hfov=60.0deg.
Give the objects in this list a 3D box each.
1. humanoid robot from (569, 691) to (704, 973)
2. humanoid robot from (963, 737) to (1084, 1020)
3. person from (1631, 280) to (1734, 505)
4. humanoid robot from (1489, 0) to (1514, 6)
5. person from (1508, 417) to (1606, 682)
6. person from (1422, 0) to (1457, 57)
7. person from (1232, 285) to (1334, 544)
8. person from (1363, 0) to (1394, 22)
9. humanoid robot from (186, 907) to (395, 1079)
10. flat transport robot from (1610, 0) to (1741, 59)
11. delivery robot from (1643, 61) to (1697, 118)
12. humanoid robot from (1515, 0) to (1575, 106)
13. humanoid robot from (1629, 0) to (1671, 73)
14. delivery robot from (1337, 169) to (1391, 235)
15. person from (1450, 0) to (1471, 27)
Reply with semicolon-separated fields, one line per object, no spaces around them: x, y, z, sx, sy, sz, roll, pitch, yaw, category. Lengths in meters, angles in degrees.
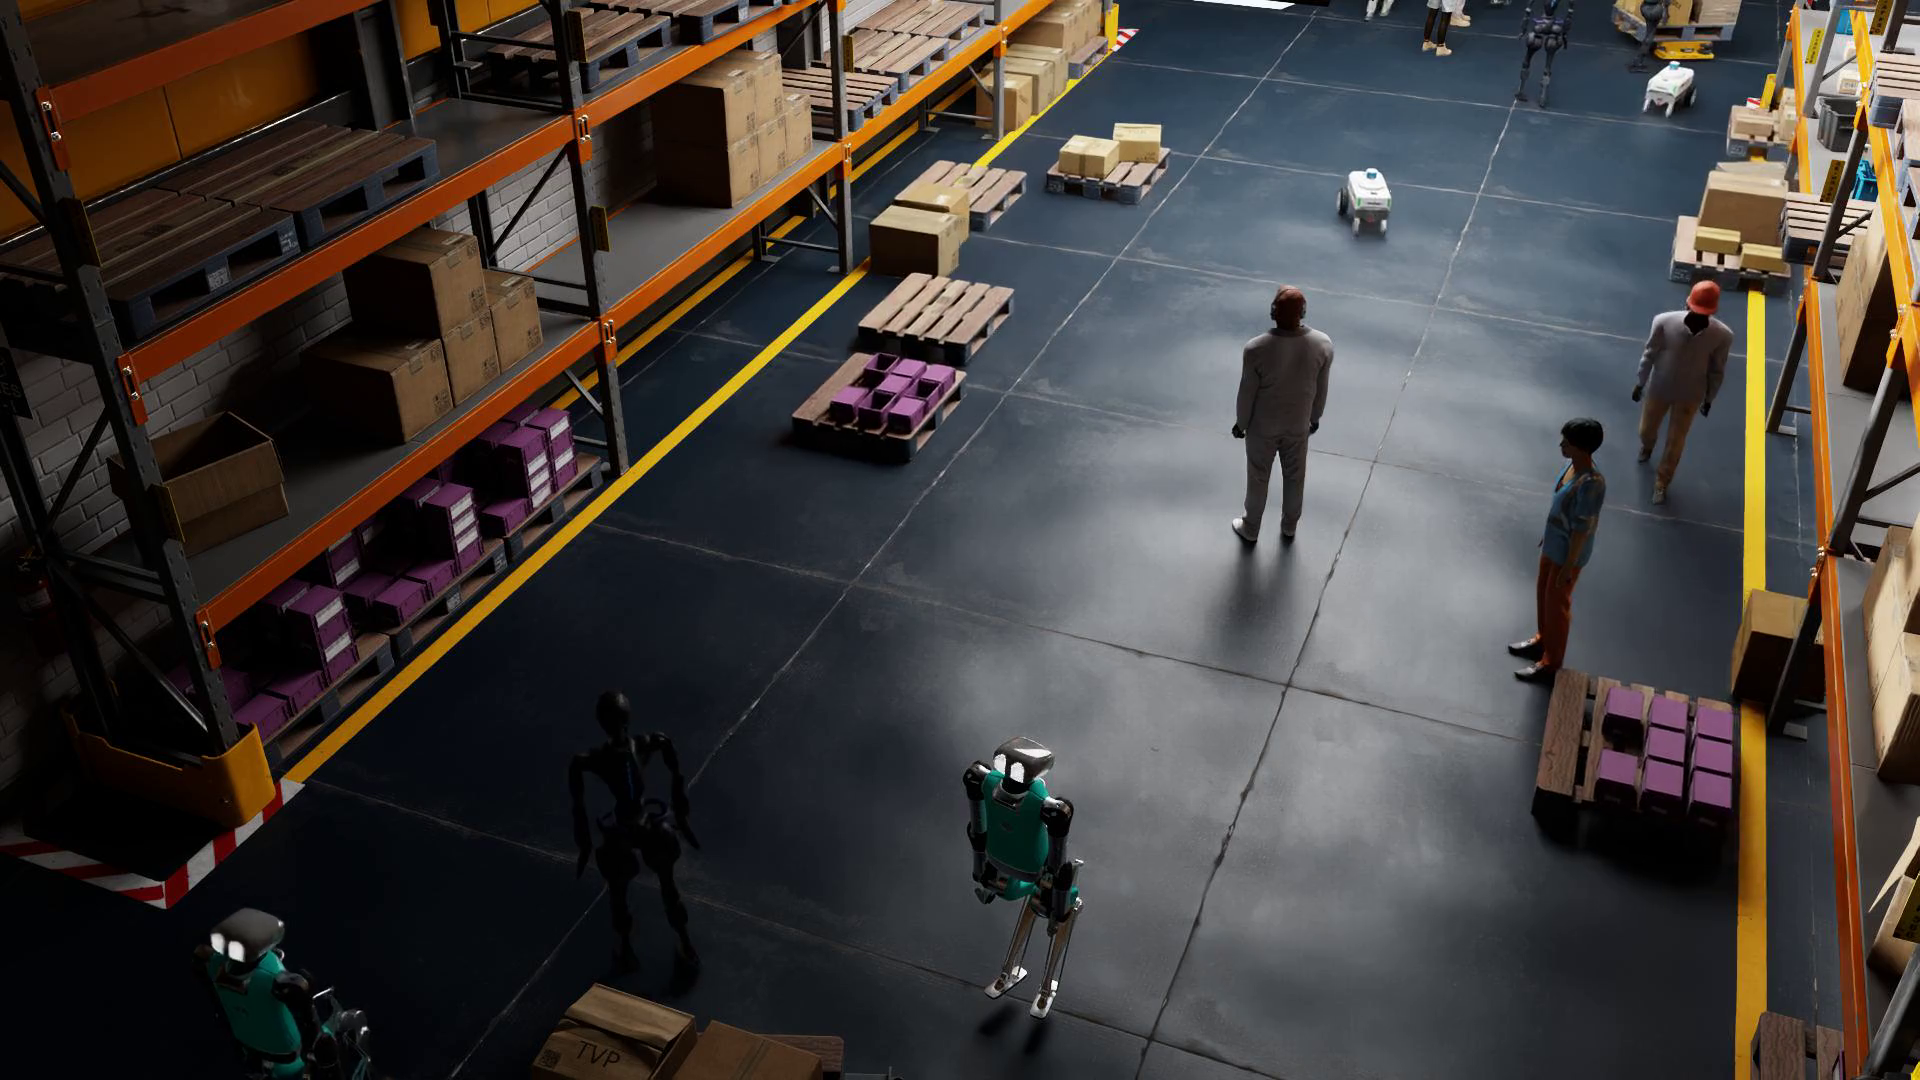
-1.555;1.467;8.047;0.613;1.647;0.449;-15;36;-22;humanoid robot
0.385;1.503;7.790;0.533;1.677;0.735;20;38;28;humanoid robot
5.164;-1.118;11.971;0.575;1.729;0.572;14;36;21;person
7.509;-8.230;22.978;0.947;1.752;0.585;-23;40;-32;humanoid robot
3.674;0.055;10.135;0.322;1.755;0.509;3;33;5;person
6.181;-7.039;21.178;0.319;1.692;0.531;-18;37;-25;person
2.178;-0.849;11.402;0.637;1.906;0.411;-5;33;-8;person
5.795;-7.948;22.433;0.509;1.854;0.872;14;35;20;person
-2.686;2.071;7.074;0.538;1.773;1.019;10;34;16;humanoid robot
9.247;-6.581;21.777;0.659;0.231;1.431;-2;33;-4;flat transport robot
8.362;-5.326;19.588;0.499;0.614;0.796;22;39;30;delivery robot
6.864;-5.948;19.525;0.602;1.646;0.569;4;33;7;humanoid robot
8.611;-6.632;20.553;0.379;1.647;0.589;-2;33;-2;humanoid robot
4.074;-3.407;16.610;0.499;0.606;0.807;2;33;3;delivery robot
6.882;-7.812;22.296;0.336;1.771;0.467;9;34;14;person
